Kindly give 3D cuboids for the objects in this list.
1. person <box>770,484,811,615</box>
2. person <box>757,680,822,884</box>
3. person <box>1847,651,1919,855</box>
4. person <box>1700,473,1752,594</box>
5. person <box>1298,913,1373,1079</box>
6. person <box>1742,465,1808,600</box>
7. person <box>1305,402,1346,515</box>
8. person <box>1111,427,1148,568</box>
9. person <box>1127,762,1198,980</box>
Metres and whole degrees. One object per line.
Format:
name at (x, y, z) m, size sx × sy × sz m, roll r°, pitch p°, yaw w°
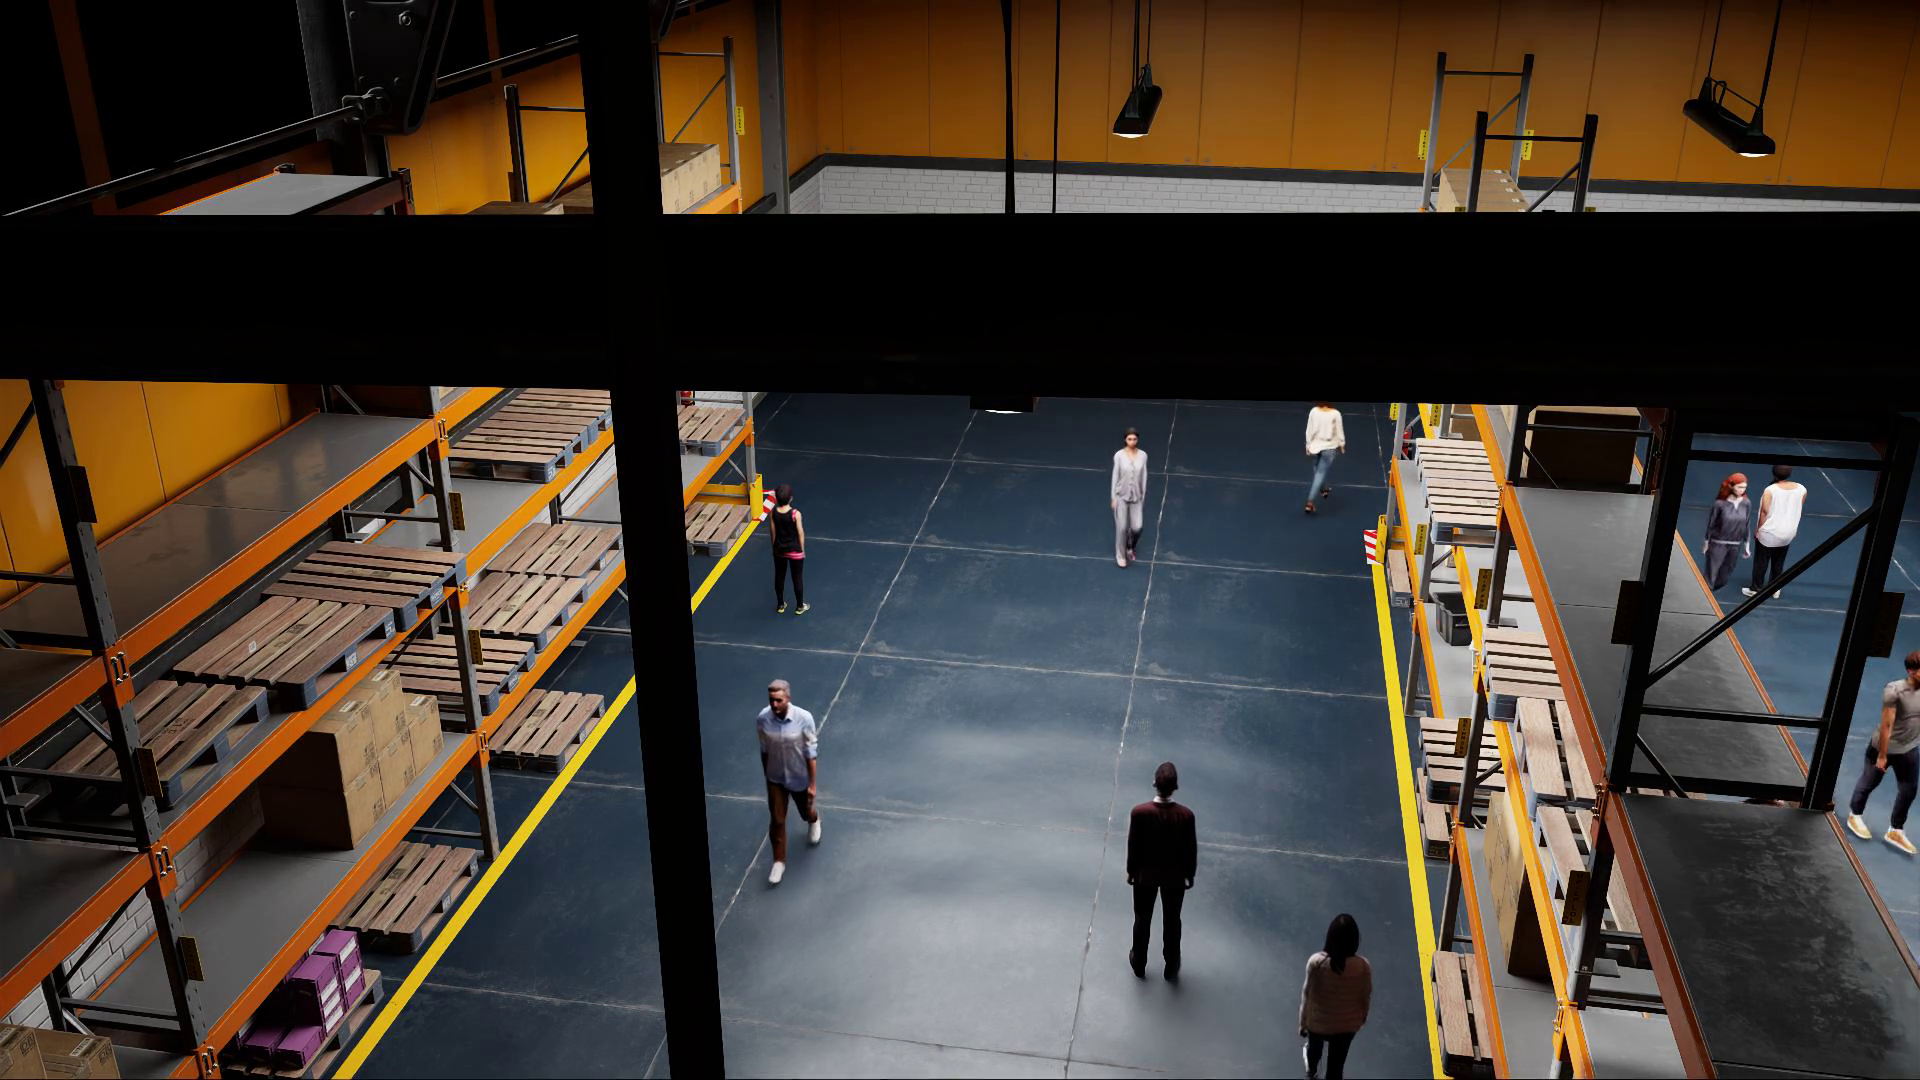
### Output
person at (-1.950, 0.094, 18.784) m, size 0.561 × 1.552 × 0.535 m, roll 7°, pitch 25°, yaw 16°
person at (-1.424, 1.968, 14.189) m, size 0.694 × 1.797 × 1.103 m, roll 3°, pitch 24°, yaw 7°
person at (8.097, 1.768, 14.554) m, size 0.816 × 1.872 × 0.932 m, roll -3°, pitch 24°, yaw -6°
person at (8.521, 0.057, 18.603) m, size 0.693 × 1.765 × 0.854 m, roll 1°, pitch 24°, yaw 3°
person at (2.545, 3.326, 11.332) m, size 0.657 × 1.598 × 1.019 m, roll 3°, pitch 24°, yaw 6°
person at (9.363, -0.128, 19.126) m, size 0.714 × 1.685 × 0.695 m, roll -2°, pitch 24°, yaw -4°
person at (4.645, -1.118, 21.447) m, size 0.968 × 1.639 × 1.166 m, roll 19°, pitch 30°, yaw 36°
person at (1.990, -0.539, 19.971) m, size 0.677 × 1.760 × 0.713 m, roll -2°, pitch 24°, yaw -4°
person at (1.539, 2.547, 12.781) m, size 0.703 × 1.865 × 0.612 m, roll 2°, pitch 24°, yaw 5°
